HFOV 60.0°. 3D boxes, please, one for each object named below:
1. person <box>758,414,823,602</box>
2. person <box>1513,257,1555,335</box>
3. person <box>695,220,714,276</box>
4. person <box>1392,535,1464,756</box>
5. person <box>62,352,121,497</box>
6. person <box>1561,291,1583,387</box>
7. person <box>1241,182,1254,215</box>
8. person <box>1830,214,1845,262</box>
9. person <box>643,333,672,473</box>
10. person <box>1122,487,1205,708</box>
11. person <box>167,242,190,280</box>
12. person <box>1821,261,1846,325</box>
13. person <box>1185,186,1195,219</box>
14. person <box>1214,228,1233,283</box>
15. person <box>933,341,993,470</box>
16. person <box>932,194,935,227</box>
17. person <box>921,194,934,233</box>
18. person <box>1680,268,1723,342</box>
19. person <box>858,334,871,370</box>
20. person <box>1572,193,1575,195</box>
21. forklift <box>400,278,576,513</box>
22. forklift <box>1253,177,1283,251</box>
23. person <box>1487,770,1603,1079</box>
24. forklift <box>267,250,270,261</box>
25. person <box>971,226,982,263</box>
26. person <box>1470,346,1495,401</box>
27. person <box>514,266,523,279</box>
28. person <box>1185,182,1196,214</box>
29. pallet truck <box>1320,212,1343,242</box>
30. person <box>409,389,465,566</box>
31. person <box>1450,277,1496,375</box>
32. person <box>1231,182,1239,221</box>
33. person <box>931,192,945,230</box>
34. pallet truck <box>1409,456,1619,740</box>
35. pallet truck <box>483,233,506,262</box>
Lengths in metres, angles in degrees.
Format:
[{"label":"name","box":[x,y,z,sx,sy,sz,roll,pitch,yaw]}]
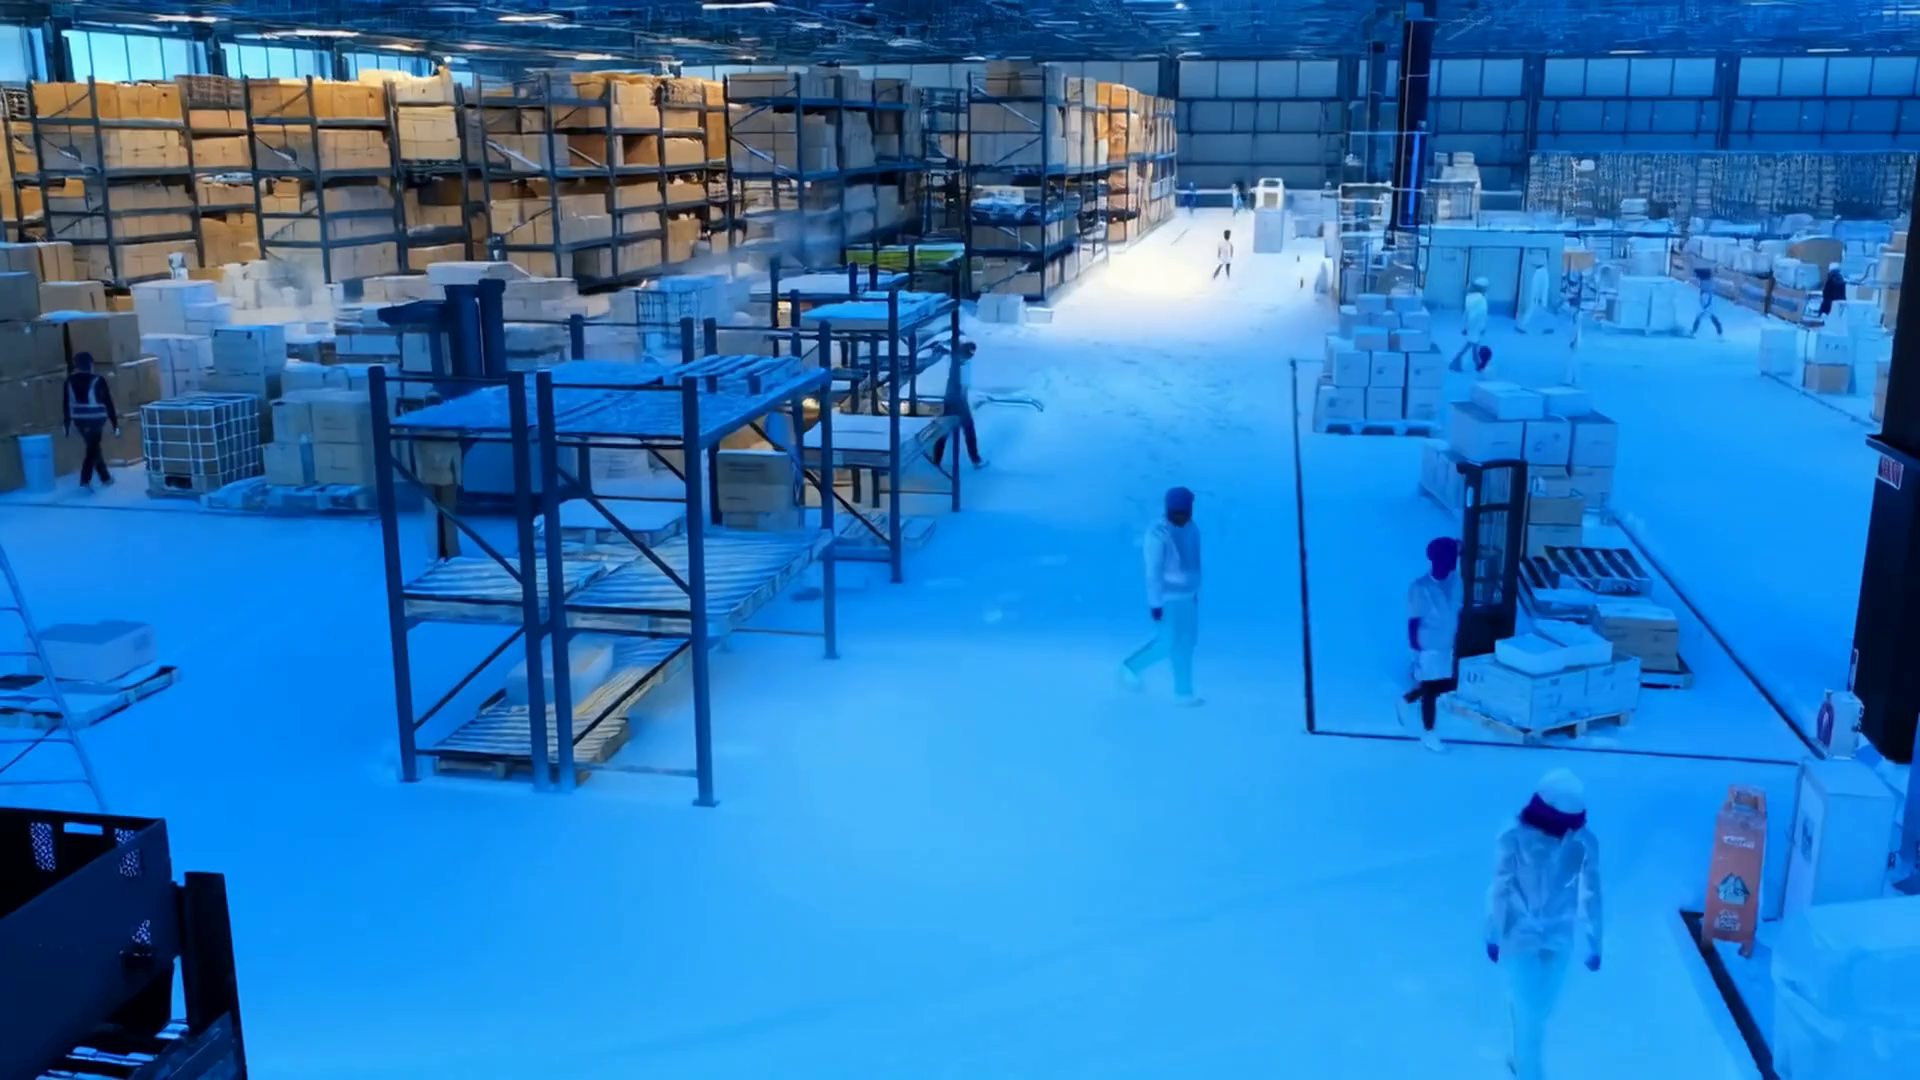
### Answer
[{"label":"person","box":[-1.803,-0.312,16.530,0.991,1.881,0.649,6,15,21]},{"label":"person","box":[13.329,-5.619,38.295,0.947,1.781,0.614,11,17,37]},{"label":"person","box":[-7.997,-9.099,52.204,0.605,1.892,0.768,4,14,15]},{"label":"person","box":[3.540,0.757,12.602,0.537,1.680,0.602,-8,16,-31]},{"label":"person","box":[-11.233,-1.492,21.425,0.593,1.845,1.008,1,14,4]},{"label":"person","box":[11.226,-3.685,30.477,0.321,1.761,0.522,5,15,19]},{"label":"person","box":[16.083,-19.073,92.846,0.796,1.820,0.633,-4,14,-15]},{"label":"person","box":[30.975,-10.619,58.650,0.735,1.743,0.526,-4,14,-15]},{"label":"person","box":[-4.196,-1.883,22.829,0.392,1.920,0.587,-4,14,-14]},{"label":"person","box":[1.699,0.452,13.535,0.653,1.827,0.639,13,19,43]},{"label":"person","box":[-21.439,-7.362,45.661,0.541,1.624,0.360,-7,15,-25]},{"label":"person","box":[17.893,-4.717,34.175,0.394,1.994,0.612,-1,14,-2]},{"label":"person","box":[12.134,-17.828,87.901,0.545,1.751,0.366,5,15,19]},{"label":"person","box":[8.134,-8.769,51.269,0.540,1.685,0.631,-5,15,-18]},{"label":"person","box":[-0.005,-1.844,22.946,0.729,1.793,0.634,-11,18,-38]},{"label":"person","box":[-1.262,-15.829,80.090,0.516,1.607,0.778,3,14,11]},{"label":"person","box":[-1.442,-14.195,72.813,0.560,1.925,0.482,5,15,18]},{"label":"person","box":[16.598,-5.222,36.974,0.910,1.633,0.584,0,14,1]},{"label":"person","box":[-1.883,-4.302,32.550,0.612,1.965,0.362,6,15,22]},{"label":"person","box":[33.314,-18.385,89.973,0.563,1.847,0.390,-8,16,-31]},{"label":"forklift","box":[-5.851,-1.785,20.452,1.873,2.768,1.129,3,14,10]},{"label":"forklift","box":[12.083,-12.747,64.956,1.129,2.768,1.873,3,14,10]},{"label":"person","box":[2.791,1.902,7.875,0.506,1.704,0.741,-2,14,-6]},{"label":"forklift","box":[-20.283,-9.283,50.893,1.129,2.768,1.873,3,14,10]},{"label":"person","box":[0.542,-10.248,56.974,0.429,1.837,0.622,11,18,39]},{"label":"person","box":[6.986,-1.674,22.198,0.971,1.826,0.499,9,16,32]},{"label":"person","box":[-9.422,-4.912,35.311,0.894,1.832,0.532,6,15,21]},{"label":"person","box":[12.454,-18.418,89.963,0.567,1.917,0.477,1,14,3]},{"label":"pallet truck","box":[15.874,-13.227,70.310,0.680,1.201,1.601,10,17,35]},{"label":"person","box":[-5.593,-0.665,17.862,0.585,1.929,0.371,4,14,15]},{"label":"person","box":[9.903,-4.129,32.030,0.561,1.889,0.997,-13,19,-42]},{"label":"person","box":[14.275,-17.583,86.446,0.408,1.987,0.607,1,14,3]},{"label":"person","box":[-0.999,-14.512,74.078,0.649,1.929,0.443,3,14,12]},{"label":"pallet truck","box":[4.504,0.400,13.395,0.823,1.965,1.885,-6,15,-23]},{"label":"pallet truck","box":[-11.832,-7.026,43.548,1.885,1.965,0.823,8,16,28]}]
